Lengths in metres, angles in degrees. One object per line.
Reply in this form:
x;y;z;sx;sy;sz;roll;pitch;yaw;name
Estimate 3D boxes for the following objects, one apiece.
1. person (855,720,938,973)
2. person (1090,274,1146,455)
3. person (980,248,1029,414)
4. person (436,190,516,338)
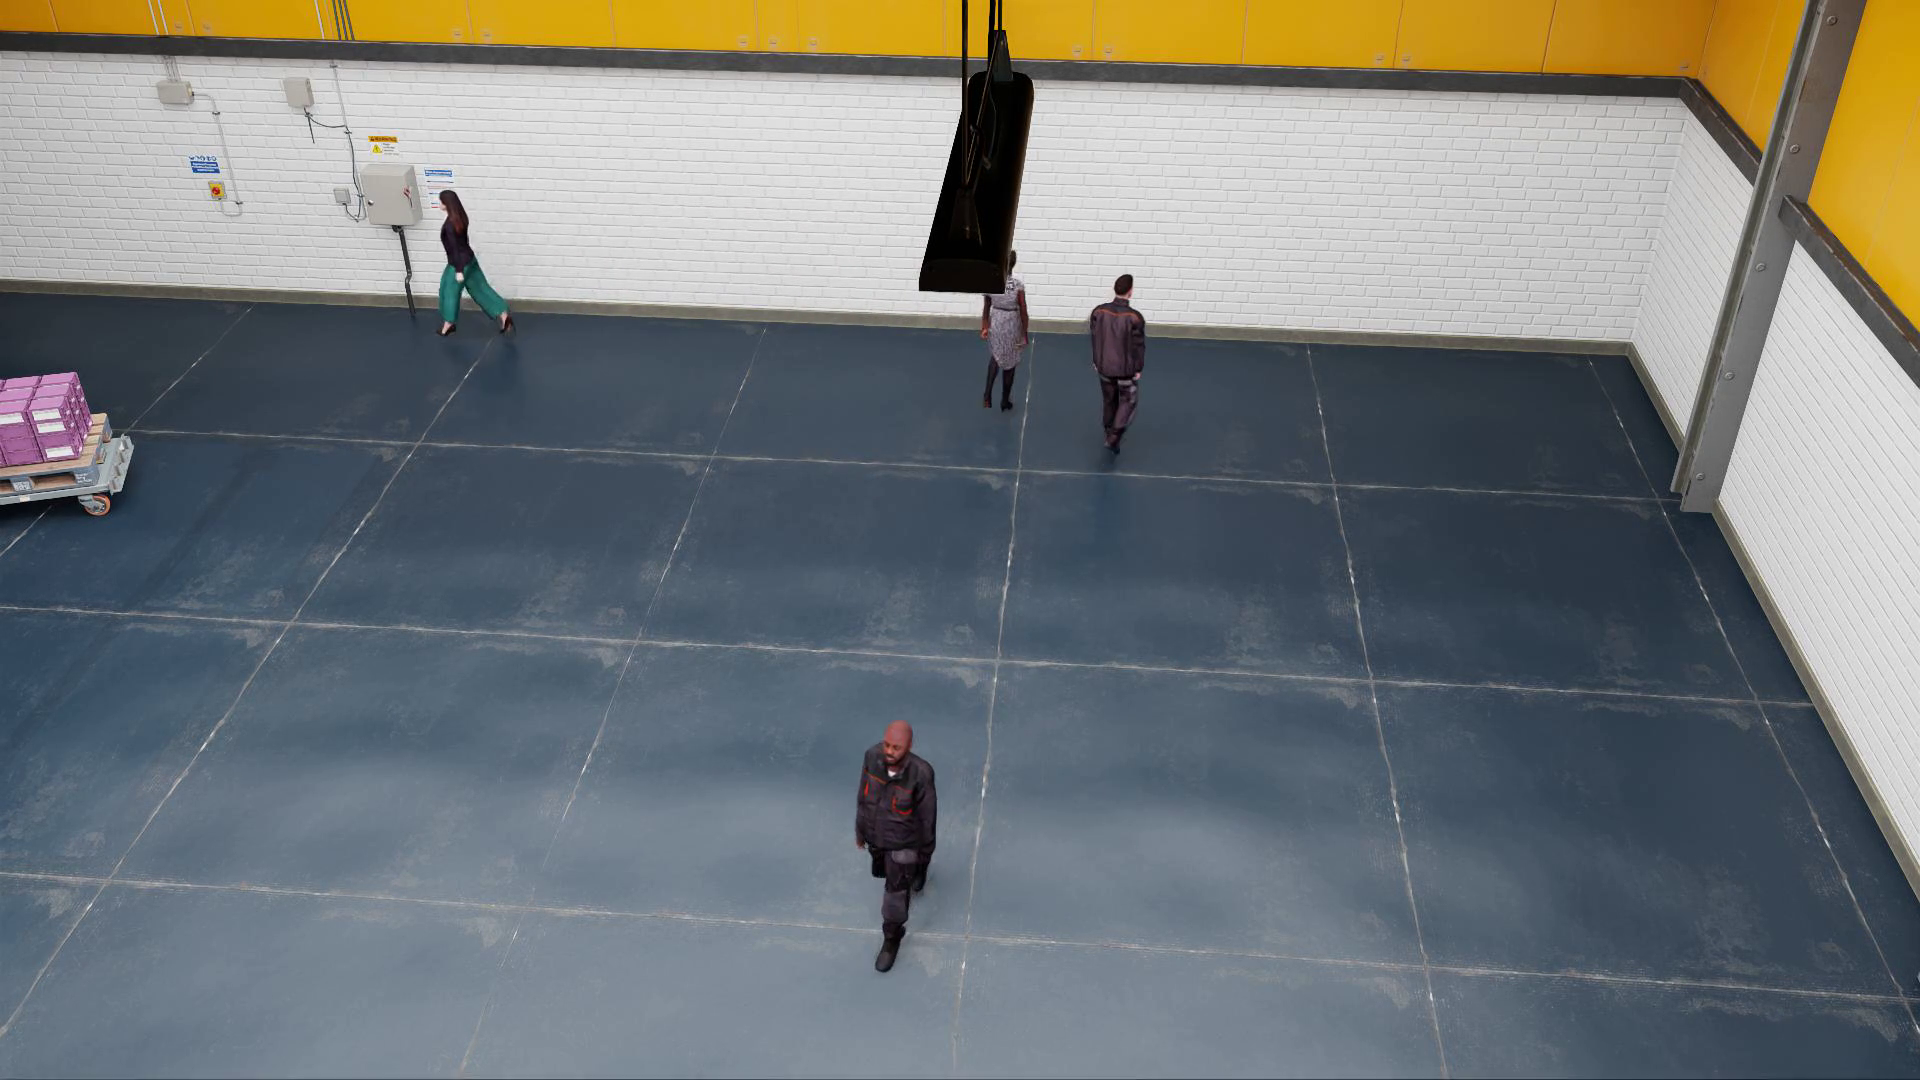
-0.373;1.819;10.655;0.995;1.794;1.232;17;37;24;person
1.489;-1.652;15.832;0.913;1.843;1.047;16;37;22;person
0.401;-2.005;16.424;0.800;1.775;0.897;16;37;22;person
-5.250;-2.916;17.866;0.744;1.697;1.072;6;34;9;person
